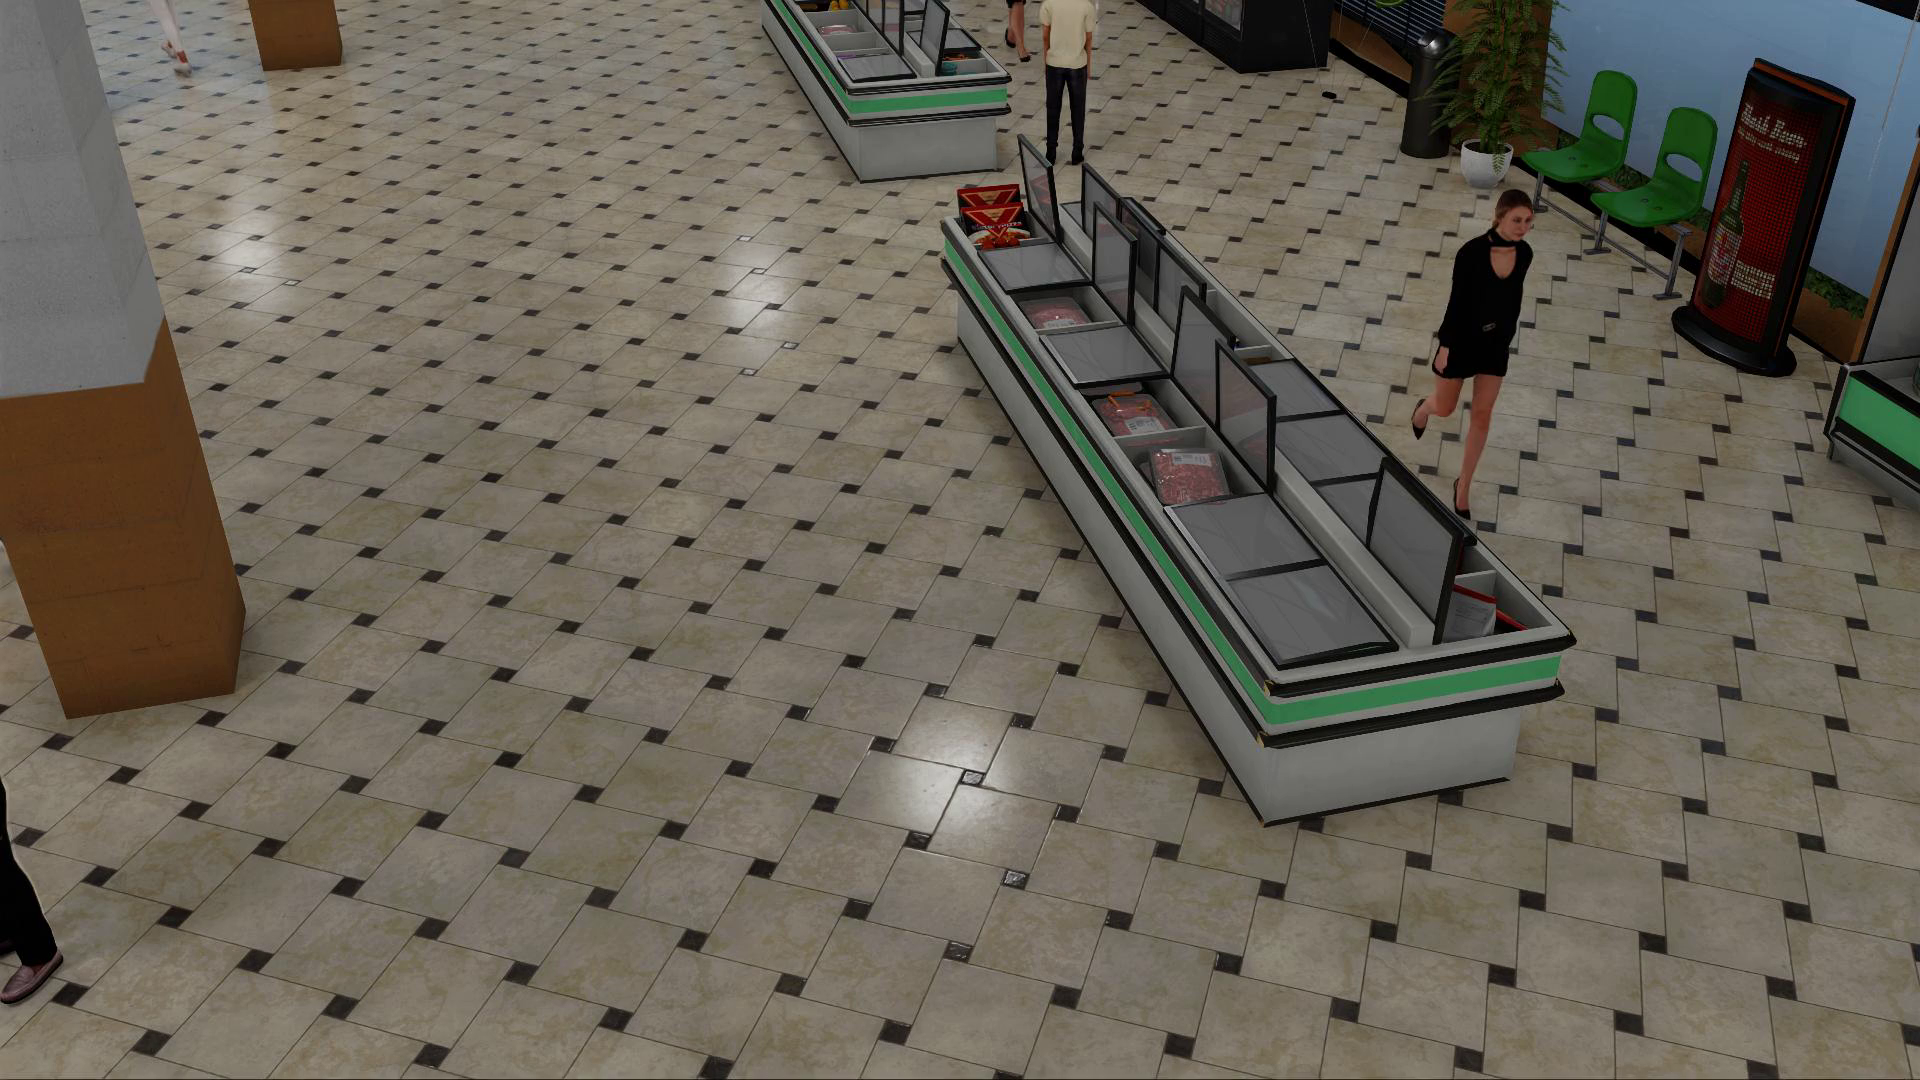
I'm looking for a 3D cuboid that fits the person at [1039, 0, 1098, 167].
[{"bbox_3d":[0.839,-3.738,13.076,0.649,1.588,0.597,3,32,5],"label":"person"}]

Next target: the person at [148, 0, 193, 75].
[{"bbox_3d":[-7.295,-5.111,15.202,1.142,1.671,0.959,26,40,35],"label":"person"}]

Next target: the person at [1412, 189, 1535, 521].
[{"bbox_3d":[2.596,-0.985,8.499,0.650,1.748,0.947,-5,32,-7],"label":"person"}]
